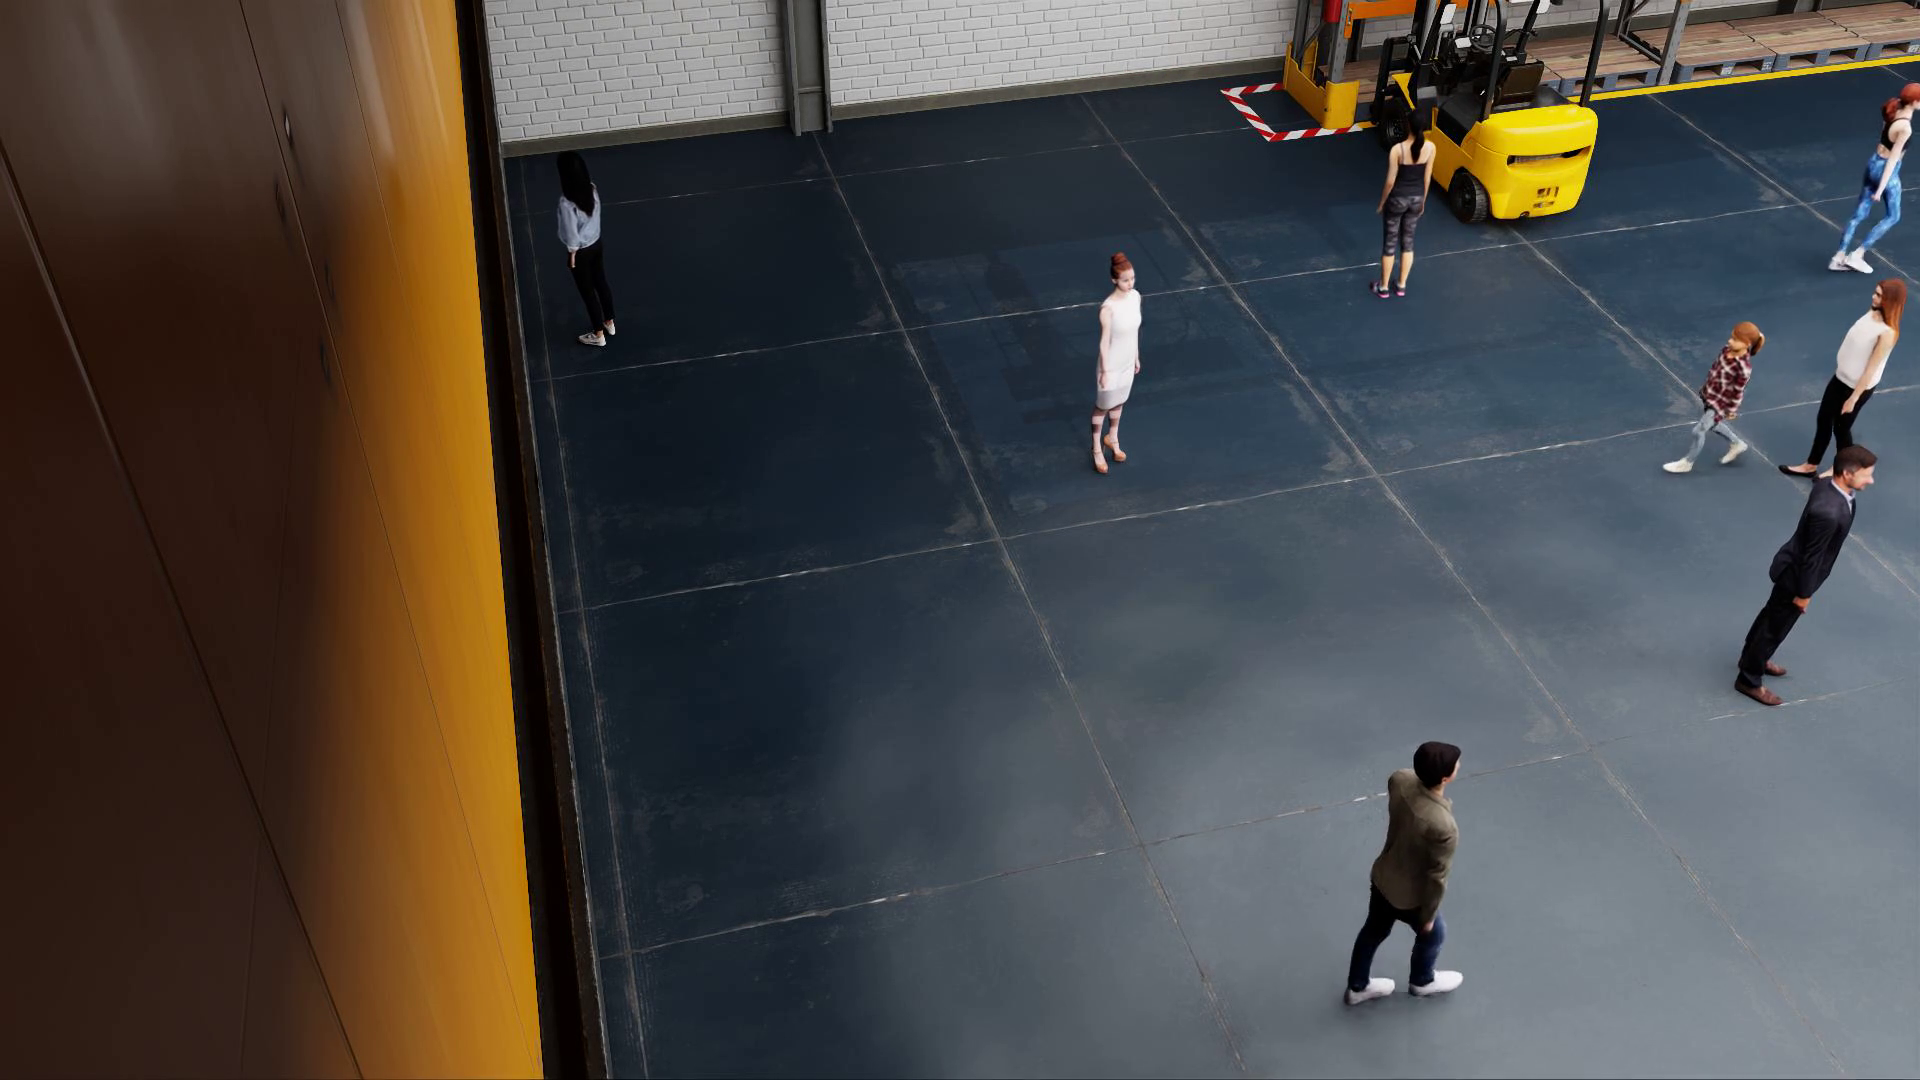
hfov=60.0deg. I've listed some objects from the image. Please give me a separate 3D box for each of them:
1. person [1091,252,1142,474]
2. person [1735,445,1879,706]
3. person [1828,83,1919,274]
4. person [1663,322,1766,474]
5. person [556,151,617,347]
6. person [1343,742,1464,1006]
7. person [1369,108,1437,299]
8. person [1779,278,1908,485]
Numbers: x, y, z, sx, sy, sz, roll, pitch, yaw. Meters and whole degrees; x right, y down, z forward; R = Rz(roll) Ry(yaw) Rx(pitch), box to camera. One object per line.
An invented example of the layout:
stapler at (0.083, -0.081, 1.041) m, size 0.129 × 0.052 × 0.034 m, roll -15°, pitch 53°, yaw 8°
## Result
person at (1.145, -1.295, 12.254) m, size 0.575 × 1.793 × 0.701 m, roll -31°, pitch 48°, yaw -33°
person at (5.243, 0.192, 10.336) m, size 0.777 × 1.863 × 0.732 m, roll 16°, pitch 41°, yaw 19°
person at (7.981, -3.156, 14.601) m, size 0.699 × 1.773 × 0.621 m, roll -2°, pitch 39°, yaw -2°
person at (5.710, -1.055, 12.360) m, size 0.922 × 1.286 × 0.675 m, roll 0°, pitch 39°, yaw 1°
person at (-3.095, -2.402, 13.707) m, size 0.725 × 1.710 × 0.691 m, roll 14°, pitch 41°, yaw 17°
person at (2.180, 1.750, 8.399) m, size 0.907 × 1.846 × 0.776 m, roll -14°, pitch 41°, yaw -17°
person at (3.814, -2.885, 14.297) m, size 0.501 × 1.730 × 0.640 m, roll -6°, pitch 39°, yaw -8°
person at (6.560, -1.141, 12.127) m, size 0.794 × 1.710 × 0.751 m, roll 2°, pitch 39°, yaw 2°
